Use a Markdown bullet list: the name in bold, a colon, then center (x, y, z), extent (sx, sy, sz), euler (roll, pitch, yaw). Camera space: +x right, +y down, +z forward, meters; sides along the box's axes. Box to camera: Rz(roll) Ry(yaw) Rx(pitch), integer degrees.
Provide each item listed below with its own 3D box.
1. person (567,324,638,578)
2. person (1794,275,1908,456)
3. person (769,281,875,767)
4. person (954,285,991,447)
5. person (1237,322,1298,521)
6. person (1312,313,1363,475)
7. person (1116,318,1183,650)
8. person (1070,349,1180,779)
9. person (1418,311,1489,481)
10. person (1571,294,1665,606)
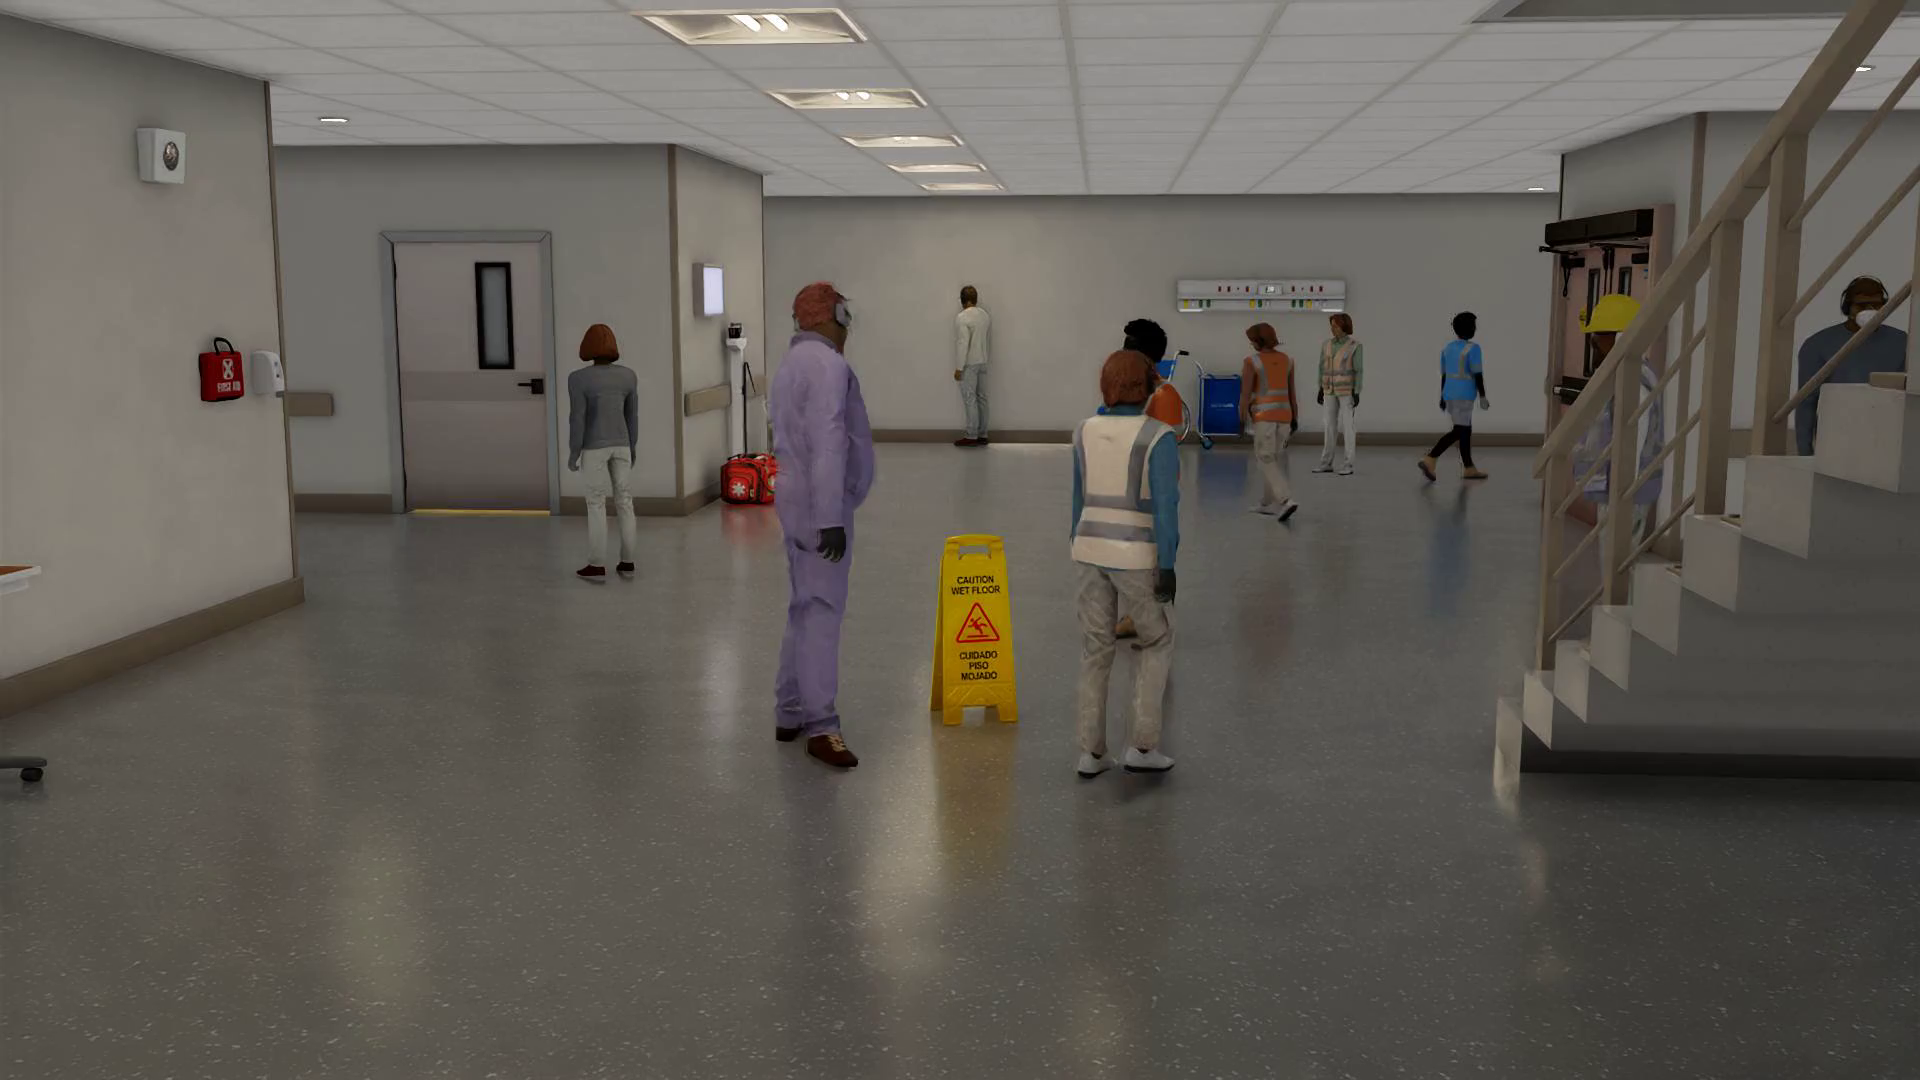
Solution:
- **person**: center (-2.297, -0.570, 10.718), extent (0.500, 1.633, 0.279), euler (-8, 11, -43)
- **person**: center (5.087, -0.531, 9.478), extent (0.636, 1.927, 0.387), euler (1, 8, 10)
- **person**: center (-0.527, -0.076, 6.577), extent (0.396, 1.874, 0.741), euler (-2, 9, -16)
- **person**: center (0.141, -2.088, 20.006), extent (0.352, 1.936, 0.633), euler (5, 10, 33)
- **person**: center (2.544, -0.963, 13.488), extent (0.566, 1.606, 0.722), euler (-4, 9, -28)
- **person**: center (3.852, -1.478, 16.878), extent (0.313, 1.637, 0.513), euler (-7, 11, -41)
- **person**: center (0.953, -0.286, 8.570), extent (0.322, 1.697, 0.534), euler (-3, 9, -21)
- **person**: center (0.592, 0.094, 6.276), extent (0.533, 1.614, 0.442), euler (7, 11, 41)
- **person**: center (4.837, -1.403, 16.263), extent (0.803, 1.669, 0.540), euler (-2, 9, -15)
- **person**: center (3.065, -0.229, 7.777), extent (0.405, 1.824, 0.585), euler (3, 9, 19)
